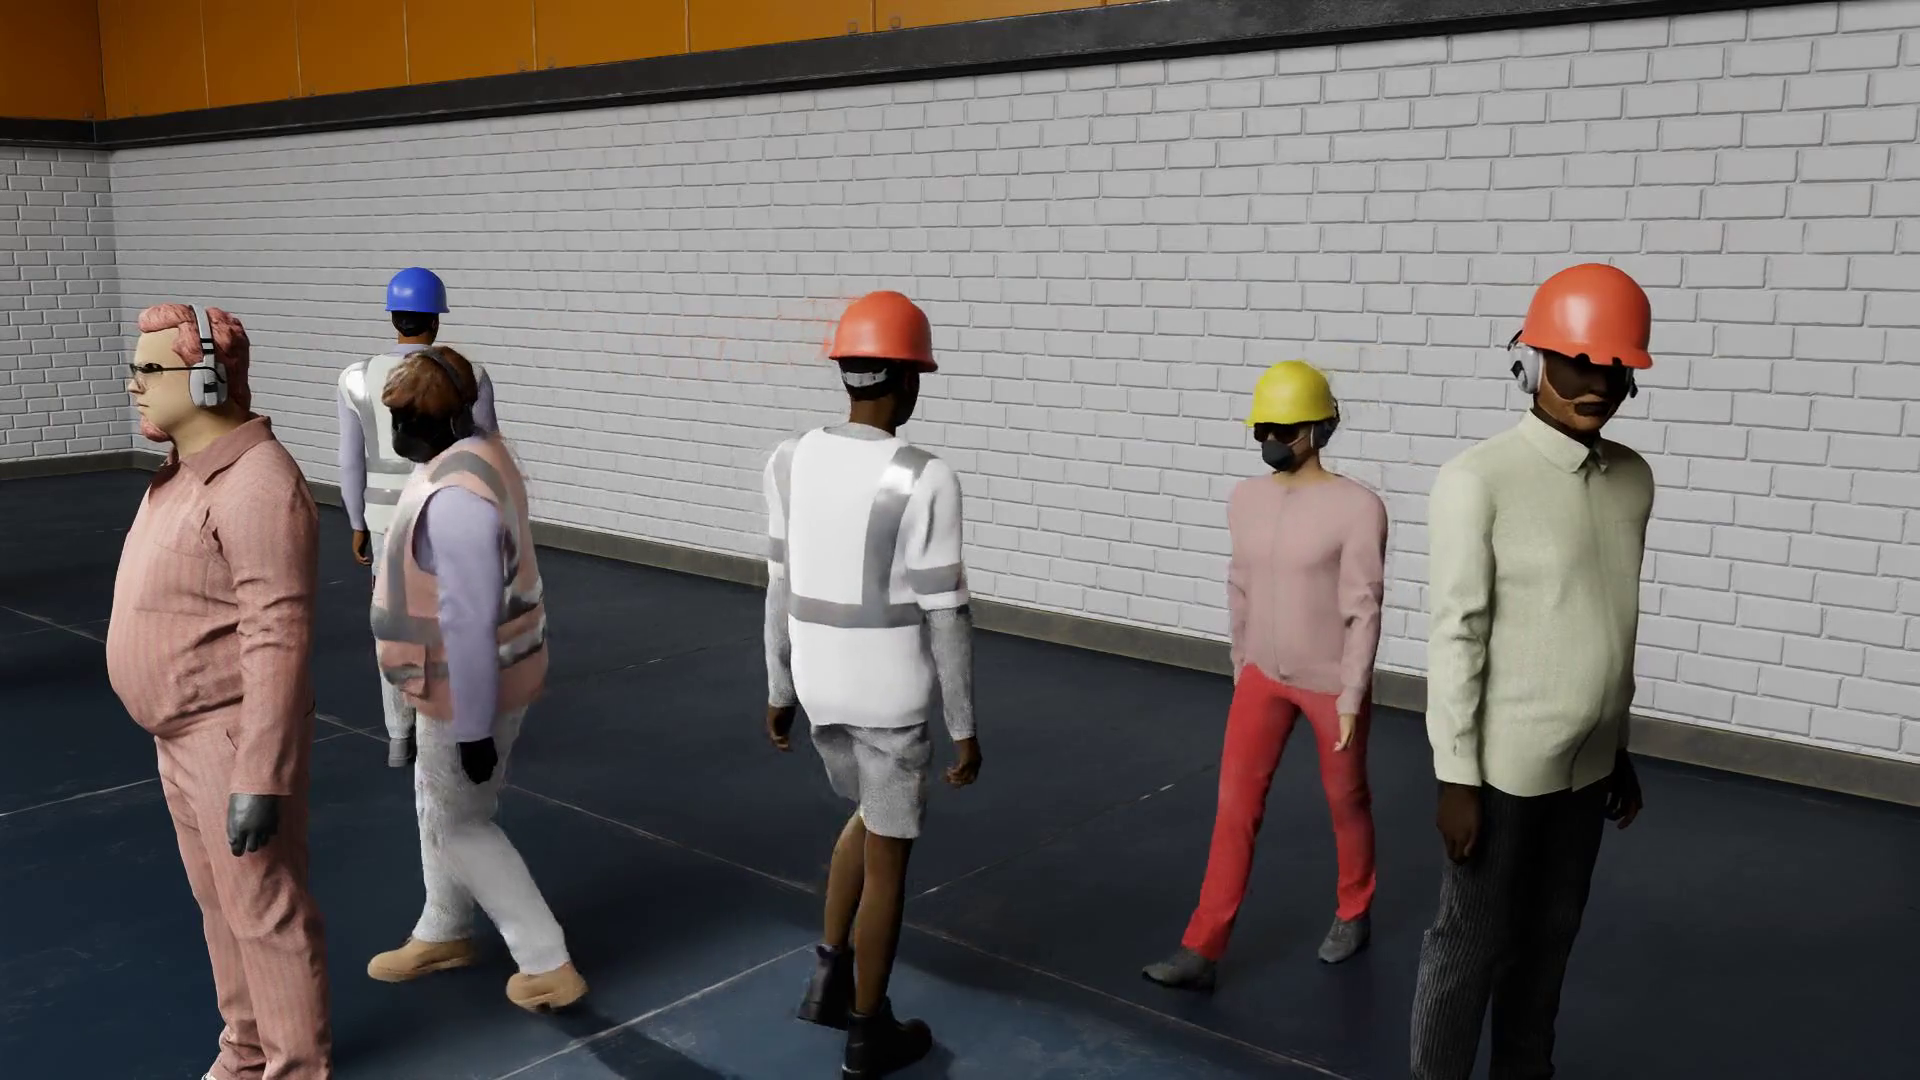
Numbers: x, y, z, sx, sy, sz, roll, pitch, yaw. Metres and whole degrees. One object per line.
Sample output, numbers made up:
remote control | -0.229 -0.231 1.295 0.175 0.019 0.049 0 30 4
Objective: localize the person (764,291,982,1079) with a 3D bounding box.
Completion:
person | -0.198 0.364 4.040 0.575 1.917 0.422 8 12 37

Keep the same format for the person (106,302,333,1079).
person | -1.617 0.444 3.632 0.410 1.909 0.643 -8 13 -39

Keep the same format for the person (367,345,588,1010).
person | -1.296 0.379 4.366 0.610 1.795 0.685 -1 10 -8

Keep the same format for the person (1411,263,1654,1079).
person | 1.195 0.442 3.409 0.612 1.990 0.392 -6 12 -32

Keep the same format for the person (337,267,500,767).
person | -2.080 -0.078 6.486 0.615 1.946 0.391 -1 10 -4

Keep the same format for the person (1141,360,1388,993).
person | 0.892 0.383 4.503 0.540 1.719 0.899 10 14 43
